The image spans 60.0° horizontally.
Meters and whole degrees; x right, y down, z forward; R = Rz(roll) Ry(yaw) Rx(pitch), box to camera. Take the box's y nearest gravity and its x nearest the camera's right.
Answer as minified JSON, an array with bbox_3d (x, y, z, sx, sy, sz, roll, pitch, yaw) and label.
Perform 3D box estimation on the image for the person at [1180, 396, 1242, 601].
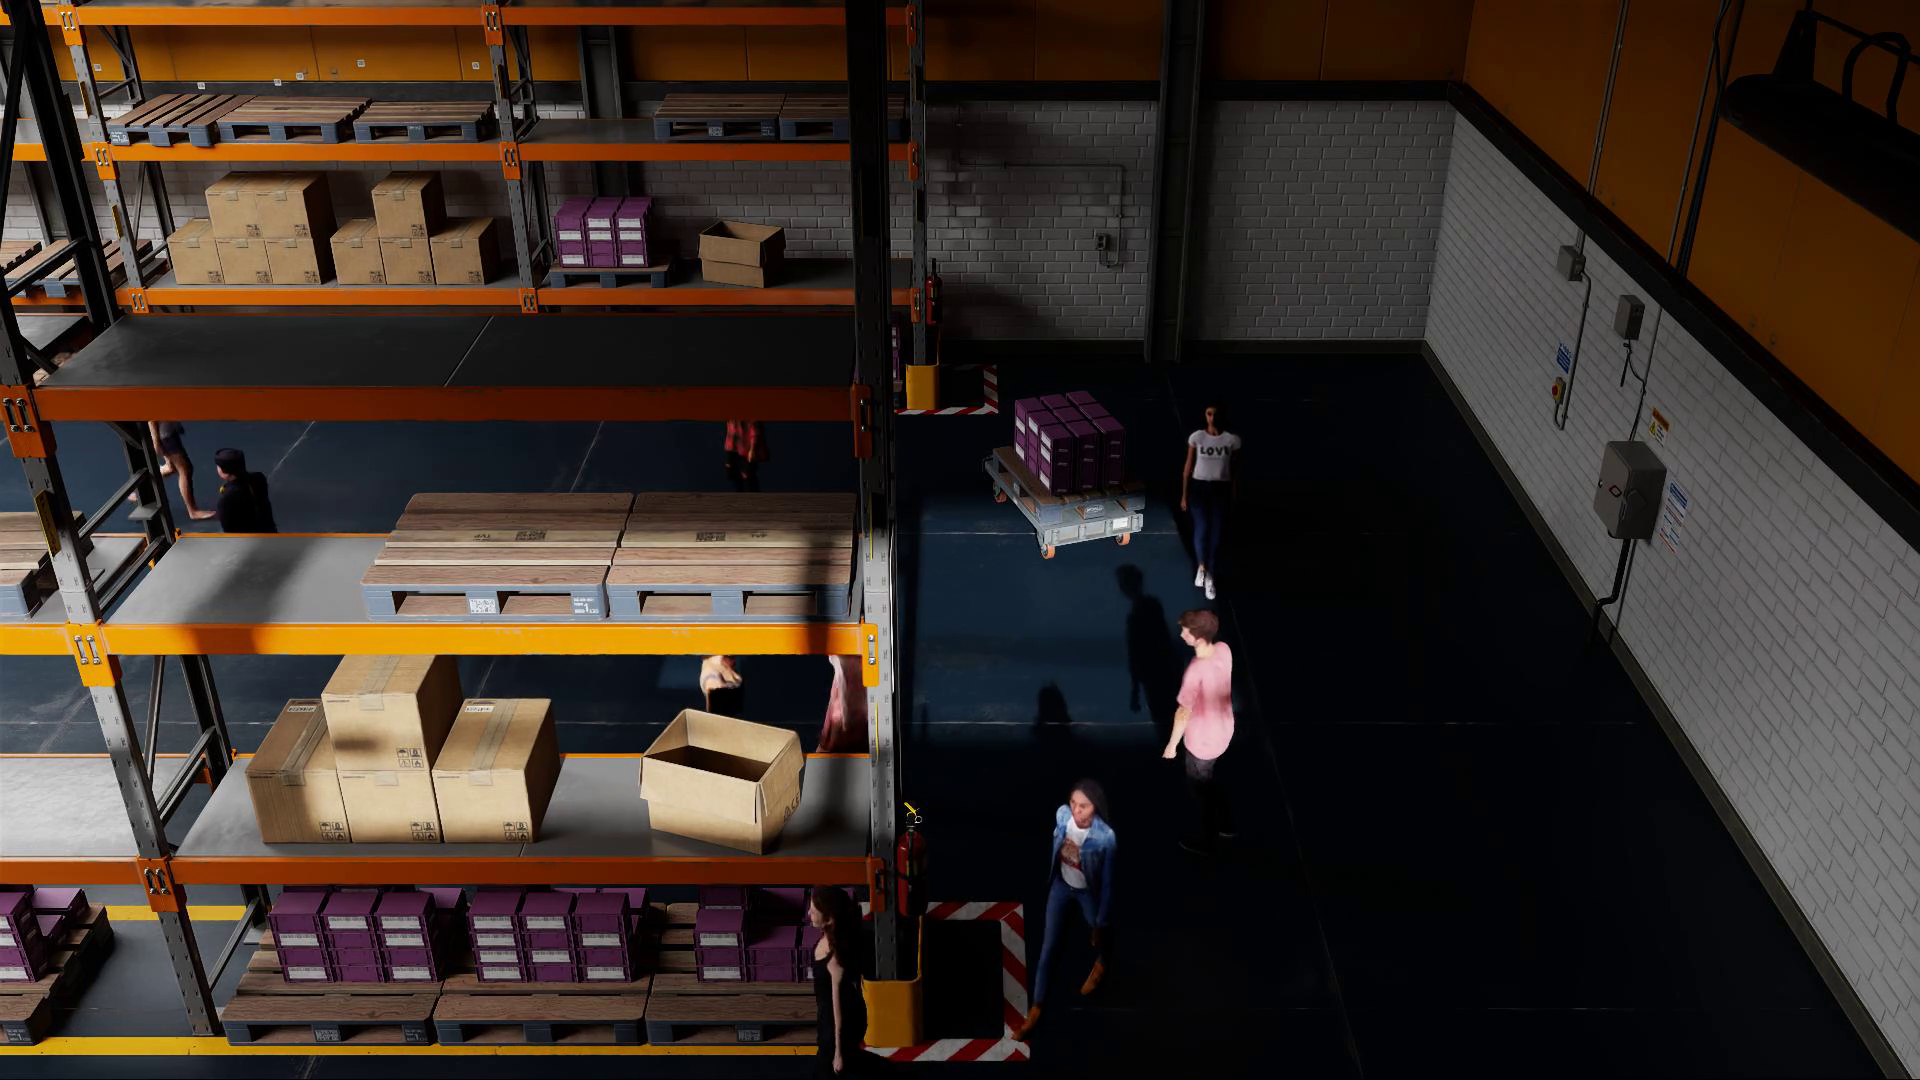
[{"bbox_3d":[2.095,-0.415,13.933,0.697,1.760,0.753,5,29,9],"label":"person"}]

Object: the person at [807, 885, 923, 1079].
[{"bbox_3d":[-0.529,2.480,8.660,0.982,1.728,0.754,-9,30,-15],"label":"person"}]

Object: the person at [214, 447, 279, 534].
[{"bbox_3d":[-5.529,0.048,13.188,0.912,1.662,0.834,8,30,15],"label":"person"}]

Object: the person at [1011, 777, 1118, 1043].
[{"bbox_3d":[0.761,2.026,9.552,1.164,1.671,1.140,21,35,33],"label":"person"}]

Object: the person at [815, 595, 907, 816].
[{"bbox_3d":[-0.795,1.086,11.294,1.144,1.654,0.979,18,33,30],"label":"person"}]

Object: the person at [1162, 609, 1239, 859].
[{"bbox_3d":[1.641,1.299,10.607,0.840,1.936,0.819,20,34,32],"label":"person"}]
